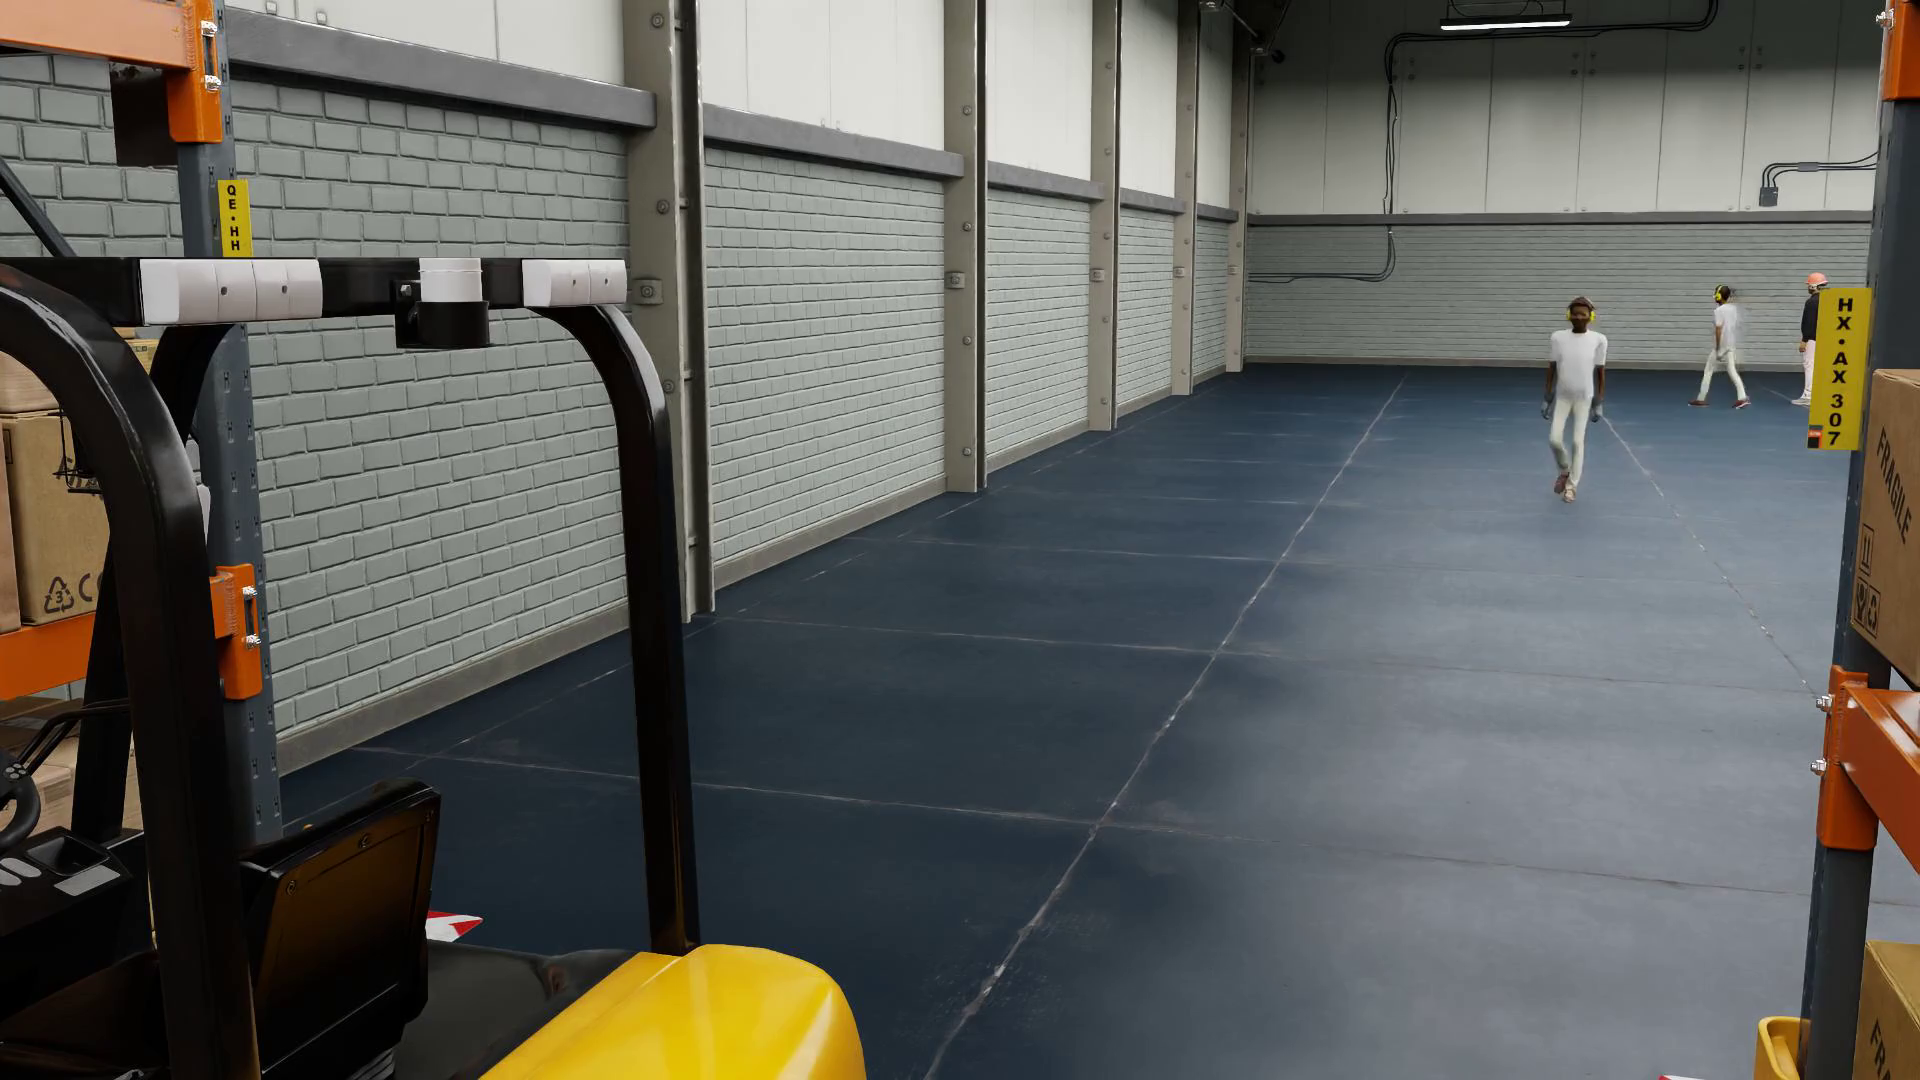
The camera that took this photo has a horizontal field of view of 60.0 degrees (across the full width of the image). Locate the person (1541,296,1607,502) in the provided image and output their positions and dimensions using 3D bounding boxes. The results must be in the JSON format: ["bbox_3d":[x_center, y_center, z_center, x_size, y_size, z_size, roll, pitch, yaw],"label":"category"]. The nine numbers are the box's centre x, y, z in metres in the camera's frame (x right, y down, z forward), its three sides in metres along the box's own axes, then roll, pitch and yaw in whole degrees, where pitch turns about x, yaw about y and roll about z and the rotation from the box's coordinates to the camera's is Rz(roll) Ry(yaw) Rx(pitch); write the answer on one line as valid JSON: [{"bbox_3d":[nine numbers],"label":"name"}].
[{"bbox_3d":[5.546,-1.271,15.049,0.552,1.857,0.439,5,11,28],"label":"person"}]

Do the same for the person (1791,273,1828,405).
[{"bbox_3d":[12.907,-3.039,25.175,0.612,1.995,0.382,-8,12,-39],"label":"person"}]

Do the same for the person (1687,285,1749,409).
[{"bbox_3d":[11.298,-2.848,24.588,0.511,1.832,0.987,-4,11,-25],"label":"person"}]
